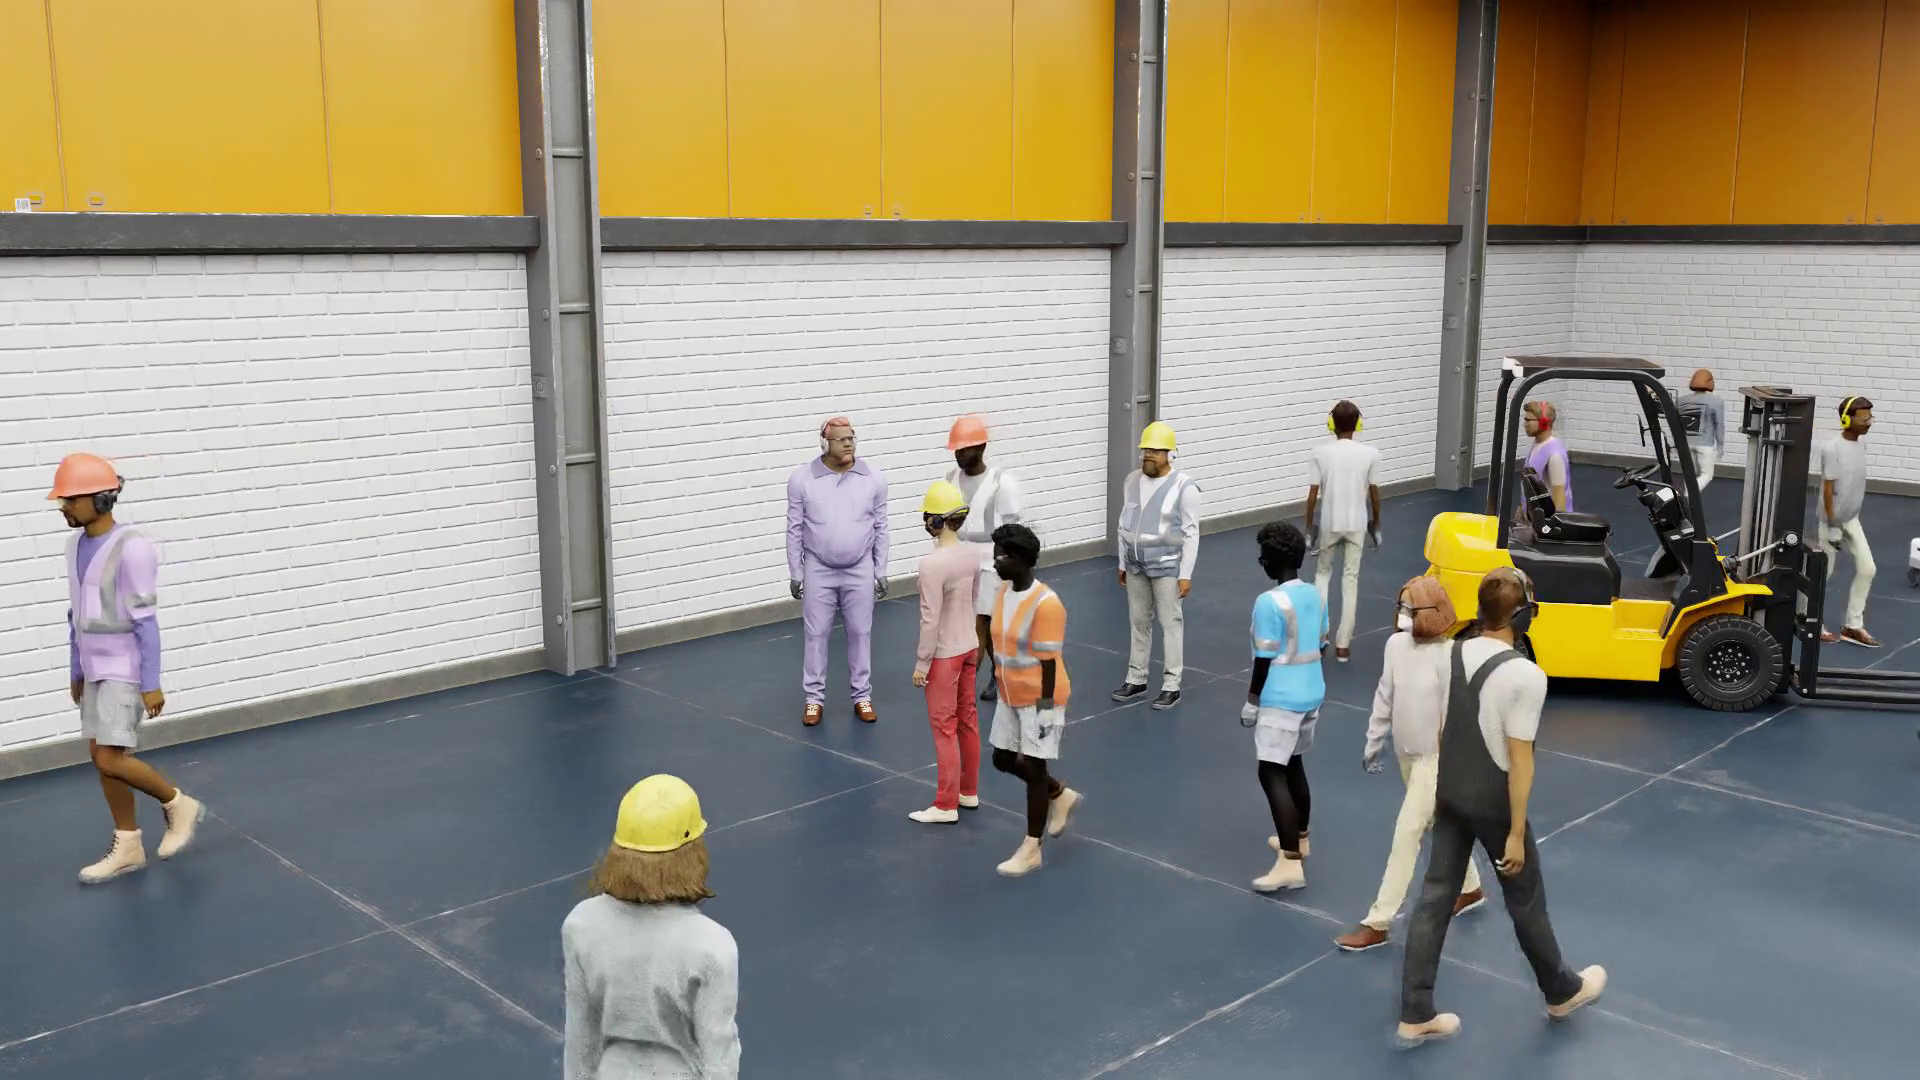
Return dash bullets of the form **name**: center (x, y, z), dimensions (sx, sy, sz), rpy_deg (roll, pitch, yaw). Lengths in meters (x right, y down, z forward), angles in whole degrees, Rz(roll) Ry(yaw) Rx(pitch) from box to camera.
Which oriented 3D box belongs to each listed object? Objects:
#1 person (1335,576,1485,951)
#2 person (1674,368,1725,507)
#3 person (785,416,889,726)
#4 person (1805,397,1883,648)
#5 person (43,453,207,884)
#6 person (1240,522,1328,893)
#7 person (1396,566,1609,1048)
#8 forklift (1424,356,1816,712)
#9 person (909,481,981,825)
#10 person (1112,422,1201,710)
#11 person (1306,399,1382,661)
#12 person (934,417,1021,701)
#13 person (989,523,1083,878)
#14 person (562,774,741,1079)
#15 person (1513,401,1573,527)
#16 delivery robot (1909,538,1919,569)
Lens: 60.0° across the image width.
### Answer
- **person**: center (1.991, 0.925, 7.138), dimensions (0.866, 1.588, 0.522), rpy_deg (-4, 11, -23)
- **person**: center (7.760, -0.999, 17.535), dimensions (0.607, 1.617, 0.509), rpy_deg (-9, 14, -40)
- **person**: center (-0.748, 0.191, 10.257), dimensions (0.645, 1.913, 0.409), rpy_deg (-2, 11, -10)
- **person**: center (6.511, -0.123, 12.131), dimensions (0.526, 1.843, 0.716), rpy_deg (-6, 12, -28)
- **person**: center (-3.926, 0.593, 7.750), dimensions (0.628, 2.024, 0.485), rpy_deg (7, 13, 34)
- **person**: center (1.539, 0.773, 7.750), dimensions (0.474, 1.670, 0.730), rpy_deg (8, 13, 37)
- **person**: center (2.029, 0.987, 6.227), dimensions (0.936, 1.793, 0.527), rpy_deg (-6, 12, -29)
- **forklift**: center (4.276, -0.101, 11.076), dimensions (2.313, 2.155, 1.214), rpy_deg (2, 11, 13)
- **person**: center (-0.076, 0.577, 8.547), dimensions (0.314, 1.769, 0.525), rpy_deg (6, 12, 28)
- **person**: center (1.237, 0.158, 10.637), dimensions (0.597, 1.836, 0.404), rpy_deg (10, 14, 42)
- **person**: center (2.739, -0.065, 11.841), dimensions (0.536, 1.849, 0.461), rpy_deg (2, 11, 13)
- **person**: center (0.073, 0.166, 10.477), dimensions (0.563, 1.875, 1.003), rpy_deg (8, 13, 36)
- **person**: center (0.367, 0.734, 7.916), dimensions (0.514, 1.672, 0.549), rpy_deg (-7, 12, -33)
- **person**: center (-0.782, 1.430, 4.029), dimensions (0.498, 1.724, 0.751), rpy_deg (4, 11, 20)
- **person**: center (4.367, -0.148, 12.429), dimensions (0.994, 1.798, 0.564), rpy_deg (2, 11, 10)
- **delivery robot**: center (8.320, 0.143, 13.960), dimensions (0.477, 0.478, 0.707), rpy_deg (0, 10, 0)
